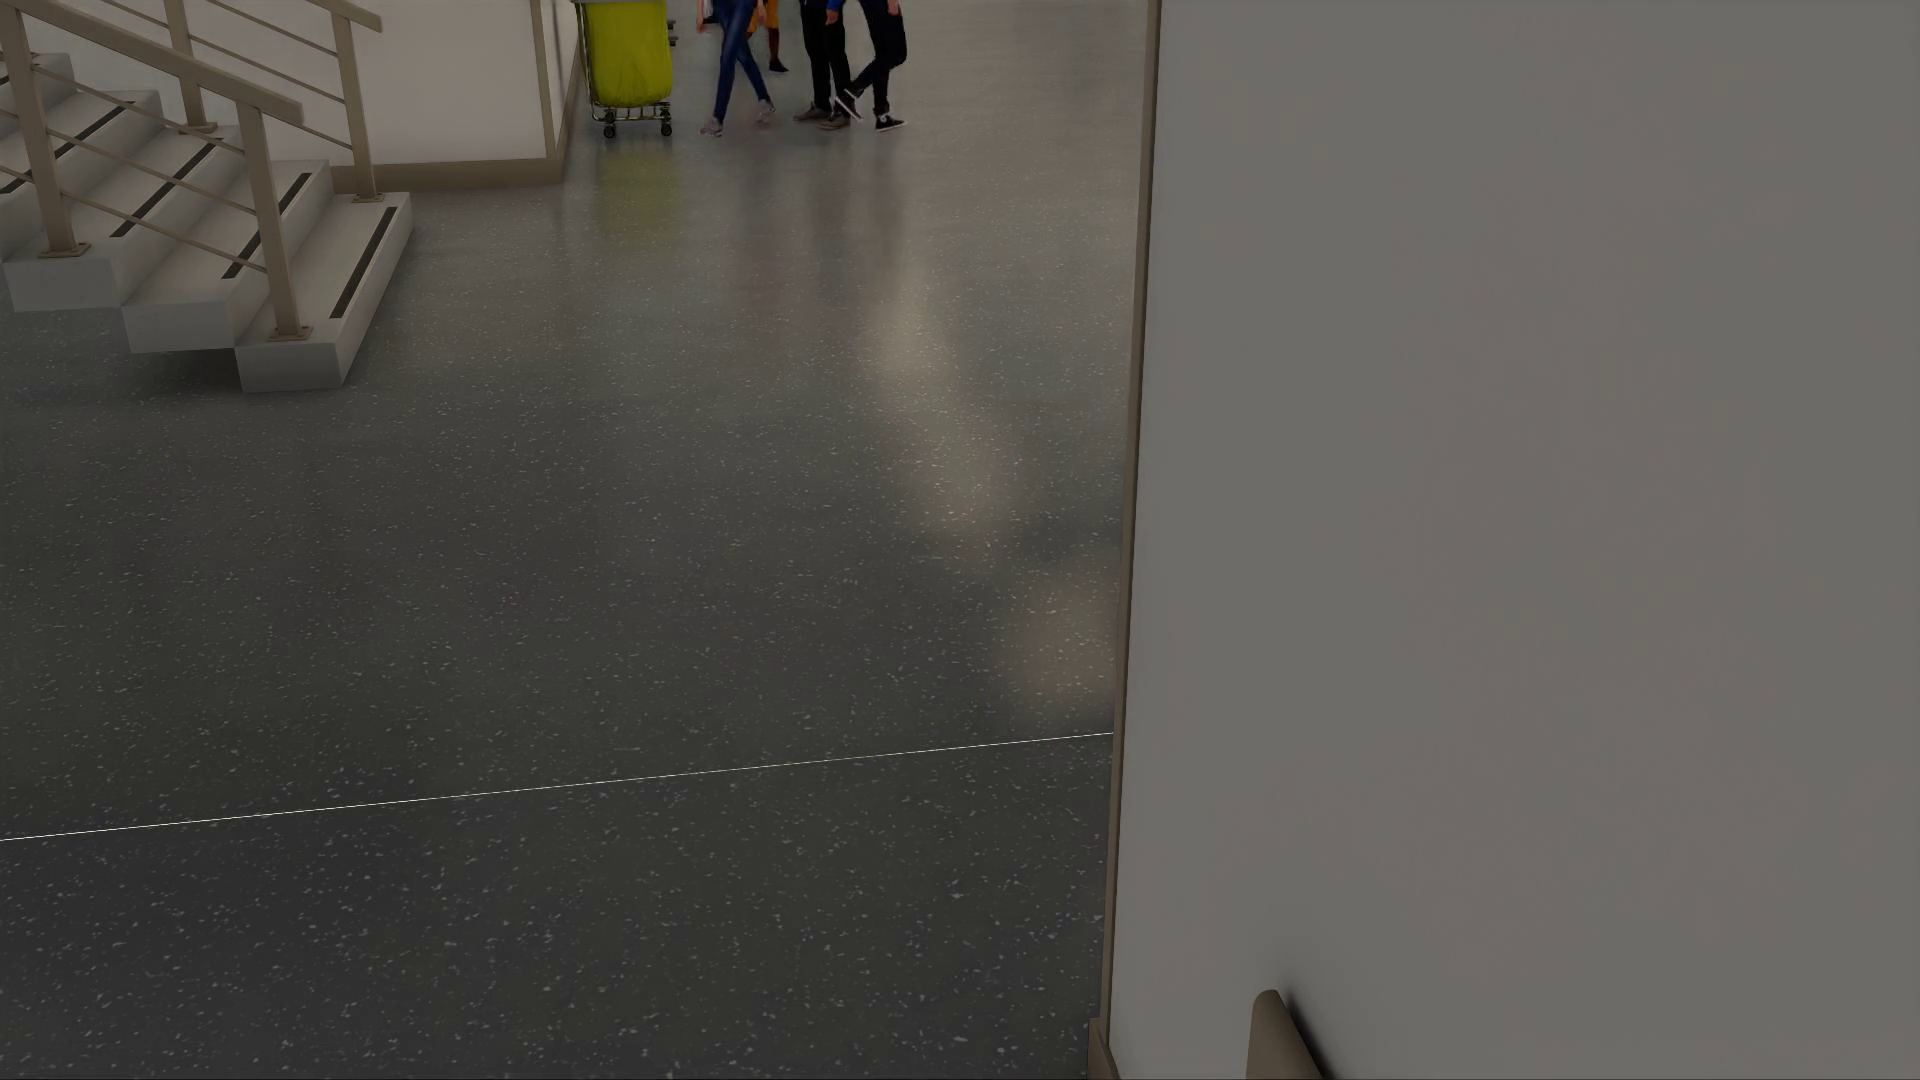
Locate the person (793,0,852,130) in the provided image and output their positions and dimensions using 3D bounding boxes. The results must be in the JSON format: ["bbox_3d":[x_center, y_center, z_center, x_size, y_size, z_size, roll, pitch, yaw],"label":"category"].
[{"bbox_3d":[-0.934,-3.747,11.438,0.707,1.757,0.718,-18,31,-32],"label":"person"}]

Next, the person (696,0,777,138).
[{"bbox_3d":[-1.487,-3.598,11.212,1.172,1.685,1.101,11,28,22],"label":"person"}]

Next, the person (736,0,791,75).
[{"bbox_3d":[-1.638,-4.374,13.335,0.890,1.239,0.855,18,31,33],"label":"person"}]

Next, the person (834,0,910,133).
[{"bbox_3d":[-0.609,-3.609,11.151,0.924,1.758,0.781,-15,29,-28],"label":"person"}]
